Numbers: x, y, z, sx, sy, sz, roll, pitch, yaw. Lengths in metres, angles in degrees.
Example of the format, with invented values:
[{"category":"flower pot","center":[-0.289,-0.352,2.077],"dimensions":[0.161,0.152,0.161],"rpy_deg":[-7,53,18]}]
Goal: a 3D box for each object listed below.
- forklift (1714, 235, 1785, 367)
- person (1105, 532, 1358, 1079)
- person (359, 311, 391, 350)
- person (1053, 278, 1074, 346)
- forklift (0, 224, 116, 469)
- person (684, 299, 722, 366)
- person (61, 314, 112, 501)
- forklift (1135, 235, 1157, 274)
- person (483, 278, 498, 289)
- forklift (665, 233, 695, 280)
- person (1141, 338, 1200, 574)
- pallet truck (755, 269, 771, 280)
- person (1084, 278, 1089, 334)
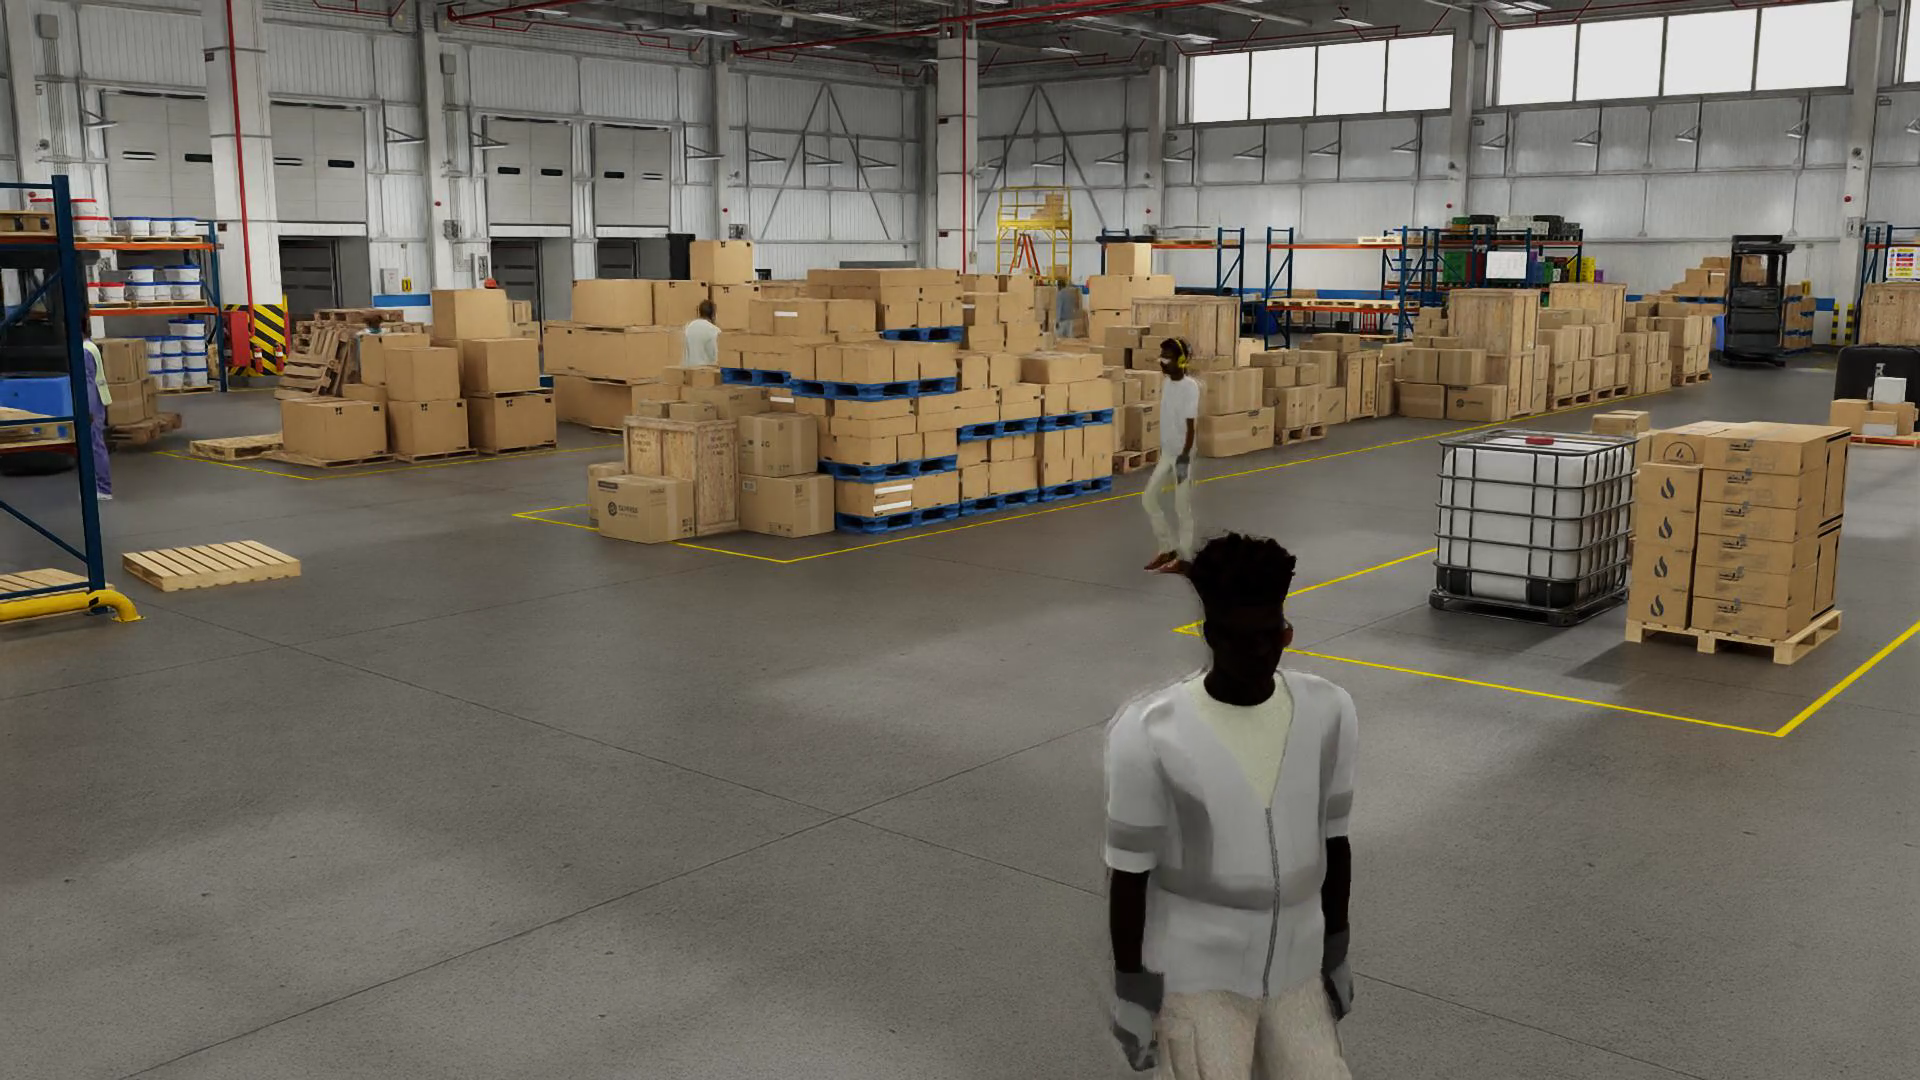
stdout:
[{"category":"forklift","center":[17.132,-5.193,35.959],"dimensions":[1.129,2.768,1.873],"rpy_deg":[2,10,14]},{"category":"person","center":[0.611,0.931,3.740],"dimensions":[0.627,1.945,0.465],"rpy_deg":[-3,10,-17]},{"category":"person","center":[-8.674,-2.590,24.703],"dimensions":[0.540,1.622,0.398],"rpy_deg":[-9,14,-43]},{"category":"person","center":[2.301,-4.811,36.642],"dimensions":[0.871,1.889,0.701],"rpy_deg":[7,12,36]},{"category":"forklift","center":[-10.816,-2.283,19.393],"dimensions":[1.129,2.768,1.873],"rpy_deg":[-2,10,-12]},{"category":"person","center":[-3.105,-2.071,20.949],"dimensions":[0.830,1.907,0.658],"rpy_deg":[-10,14,-43]},{"category":"person","center":[-8.829,-1.351,16.873],"dimensions":[0.404,1.907,0.597],"rpy_deg":[-6,12,-32]},{"category":"forklift","center":[4.196,-5.547,37.973],"dimensions":[1.873,2.768,1.129],"rpy_deg":[2,10,14]},{"category":"person","center":[-9.529,-4.354,33.866],"dimensions":[0.356,1.938,0.545],"rpy_deg":[3,11,19]},{"category":"forklift","center":[-5.428,-4.603,32.600],"dimensions":[1.873,2.768,1.129],"rpy_deg":[1,10,5]},{"category":"person","center":[1.622,-0.637,12.935],"dimensions":[0.527,1.852,0.562],"rpy_deg":[-5,11,-26]},{"category":"pallet truck","center":[-4.996,-6.432,45.525],"dimensions":[1.885,1.965,0.823],"rpy_deg":[-6,12,-32]},{"category":"person","center":[3.094,-4.934,37.294],"dimensions":[0.665,1.896,0.605],"rpy_deg":[5,11,24]}]
